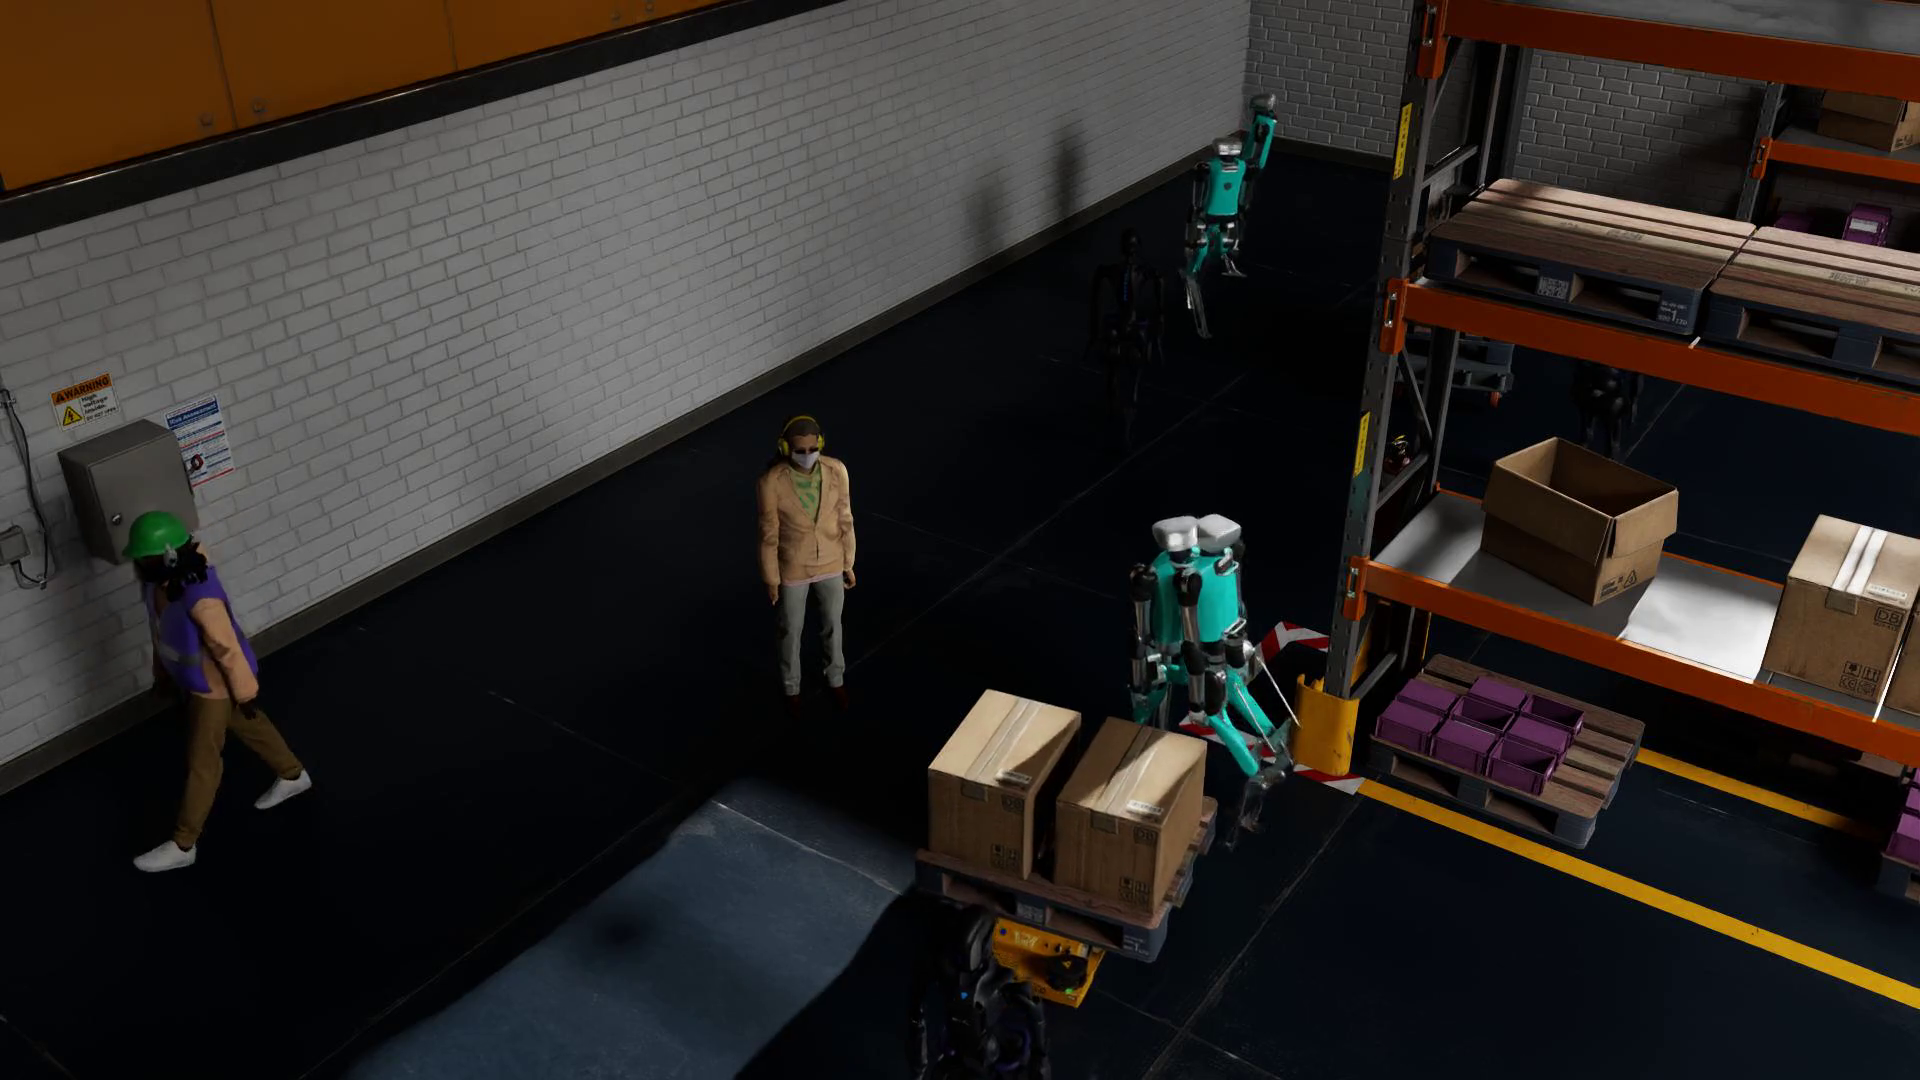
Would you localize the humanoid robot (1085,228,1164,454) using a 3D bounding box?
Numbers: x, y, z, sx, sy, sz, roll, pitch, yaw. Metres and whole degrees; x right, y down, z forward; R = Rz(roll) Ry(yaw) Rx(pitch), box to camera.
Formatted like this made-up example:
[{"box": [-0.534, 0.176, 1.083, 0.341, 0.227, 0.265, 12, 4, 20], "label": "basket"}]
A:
[{"box": [1.218, -1.502, 12.283, 0.590, 1.626, 0.792, 6, 30, 10], "label": "humanoid robot"}]

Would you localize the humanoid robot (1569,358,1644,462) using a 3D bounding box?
[{"box": [4.398, -1.048, 11.464, 0.443, 1.639, 0.599, -15, 33, -24], "label": "humanoid robot"}]

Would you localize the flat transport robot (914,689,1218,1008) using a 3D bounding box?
[{"box": [0.524, 1.663, 8.154, 0.659, 0.231, 1.431, 13, 32, 21], "label": "flat transport robot"}]

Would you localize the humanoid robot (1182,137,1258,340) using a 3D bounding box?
[{"box": [2.084, -2.657, 14.199, 0.556, 1.766, 0.969, -6, 30, -10], "label": "humanoid robot"}]

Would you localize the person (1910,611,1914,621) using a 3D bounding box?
[{"box": [6.035, -0.069, 9.561, 0.962, 1.857, 0.675, 5, 30, 9], "label": "person"}]

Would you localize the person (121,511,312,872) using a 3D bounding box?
[{"box": [-3.798, 0.698, 8.213, 0.567, 1.875, 0.999, 26, 39, 37], "label": "person"}]

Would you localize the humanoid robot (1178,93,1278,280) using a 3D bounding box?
[{"box": [2.389, -3.125, 15.080, 0.835, 1.878, 0.548, 7, 31, 12], "label": "humanoid robot"}]

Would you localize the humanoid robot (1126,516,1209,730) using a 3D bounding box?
[{"box": [1.024, 0.587, 8.567, 0.567, 1.774, 0.893, -10, 31, -16], "label": "humanoid robot"}]

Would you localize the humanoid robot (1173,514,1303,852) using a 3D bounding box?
[{"box": [1.426, 0.774, 8.254, 0.789, 1.789, 0.532, 21, 36, 31], "label": "humanoid robot"}]

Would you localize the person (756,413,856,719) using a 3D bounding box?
[{"box": [-0.851, 0.134, 9.216, 0.548, 1.871, 0.390, -12, 32, -20], "label": "person"}]

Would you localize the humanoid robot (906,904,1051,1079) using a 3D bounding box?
[{"box": [0.093, 2.001, 6.219, 0.605, 1.635, 0.785, 12, 32, 20], "label": "humanoid robot"}]
